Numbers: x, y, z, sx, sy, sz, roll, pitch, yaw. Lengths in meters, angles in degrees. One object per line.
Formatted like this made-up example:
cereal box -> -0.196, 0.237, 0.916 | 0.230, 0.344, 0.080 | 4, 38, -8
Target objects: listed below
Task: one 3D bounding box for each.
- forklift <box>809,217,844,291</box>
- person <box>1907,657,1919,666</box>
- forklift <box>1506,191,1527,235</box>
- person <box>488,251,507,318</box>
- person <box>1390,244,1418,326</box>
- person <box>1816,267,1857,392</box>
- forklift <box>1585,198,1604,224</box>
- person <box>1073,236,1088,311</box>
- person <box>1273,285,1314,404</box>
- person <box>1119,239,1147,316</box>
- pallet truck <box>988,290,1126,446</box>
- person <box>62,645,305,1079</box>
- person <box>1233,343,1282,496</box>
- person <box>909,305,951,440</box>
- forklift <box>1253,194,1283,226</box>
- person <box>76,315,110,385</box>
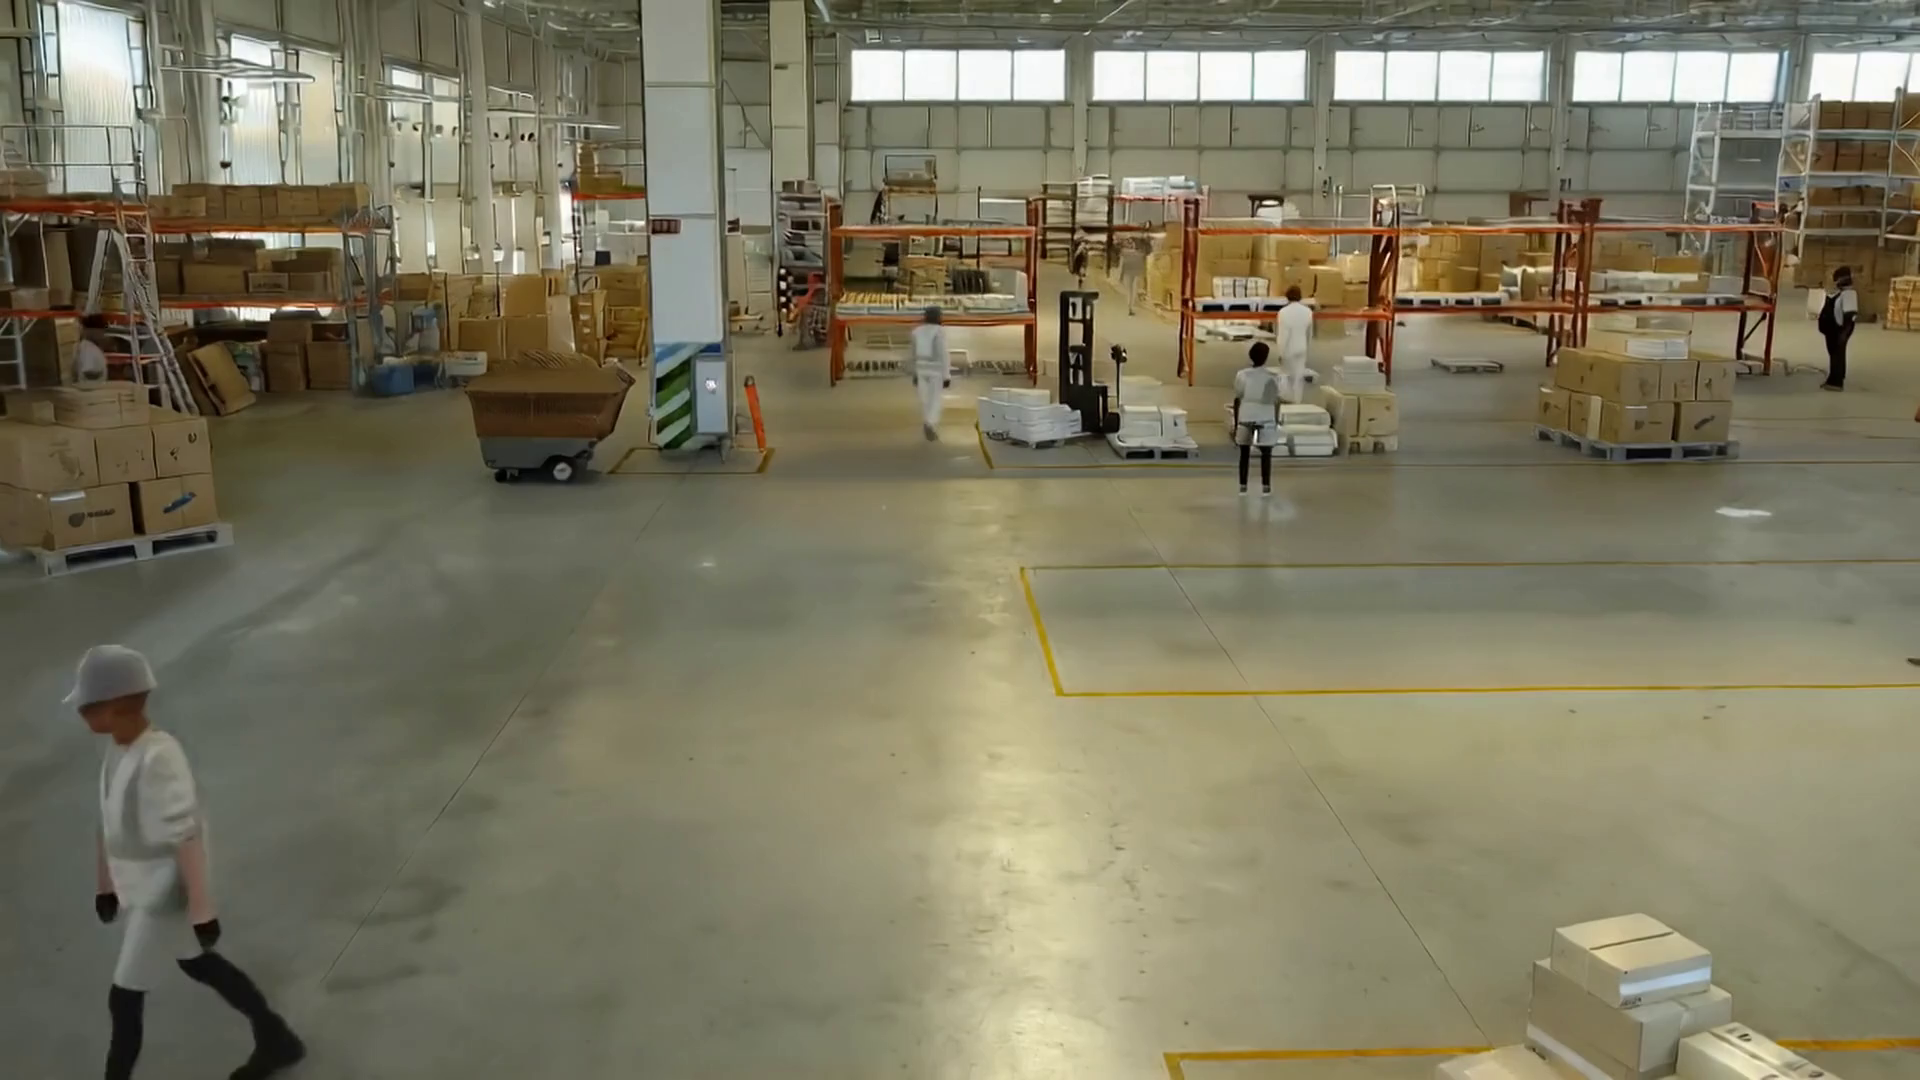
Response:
forklift -> -4.374, -8.620, 48.638 | 1.873, 2.768, 1.129 | 0, 12, -2
person -> 7.118, 0.106, 11.621 | 0.521, 1.845, 0.801 | -8, 15, -31
forklift -> 21.009, -11.781, 62.914 | 1.873, 2.768, 1.129 | 0, 12, -2
person -> -11.395, -6.263, 40.853 | 0.517, 1.633, 0.313 | 11, 17, 42
person -> 10.394, -5.983, 38.988 | 0.644, 1.900, 0.999 | 0, 12, 2
person -> 14.298, -3.441, 27.168 | 0.536, 2.000, 0.688 | 4, 13, 16
forklift -> 17.706, -8.203, 46.758 | 1.873, 2.768, 1.129 | 3, 13, 13
person -> 3.116, -6.876, 42.938 | 0.367, 1.927, 0.587 | 0, 12, -2
person -> 4.827, -2.771, 24.415 | 0.661, 1.917, 0.702 | -6, 14, -27
person -> 4.341, -6.552, 41.538 | 0.661, 1.893, 0.976 | -1, 13, -6
pallet truck -> 1.257, -2.299, 22.111 | 1.885, 1.965, 0.823 | -9, 15, -35
person -> -2.985, 1.282, 6.216 | 1.005, 1.886, 0.563 | -10, 16, -39
person -> 3.302, -1.342, 18.470 | 0.540, 1.696, 0.317 | 5, 13, 21
person -> -0.396, -2.199, 22.056 | 0.632, 1.831, 0.545 | 8, 15, 31
forklift -> 10.063, -9.939, 54.595 | 1.129, 2.768, 1.873 | 3, 13, 13
person -> -10.379, -1.735, 19.824 | 0.926, 1.889, 0.596 | -3, 13, -13
